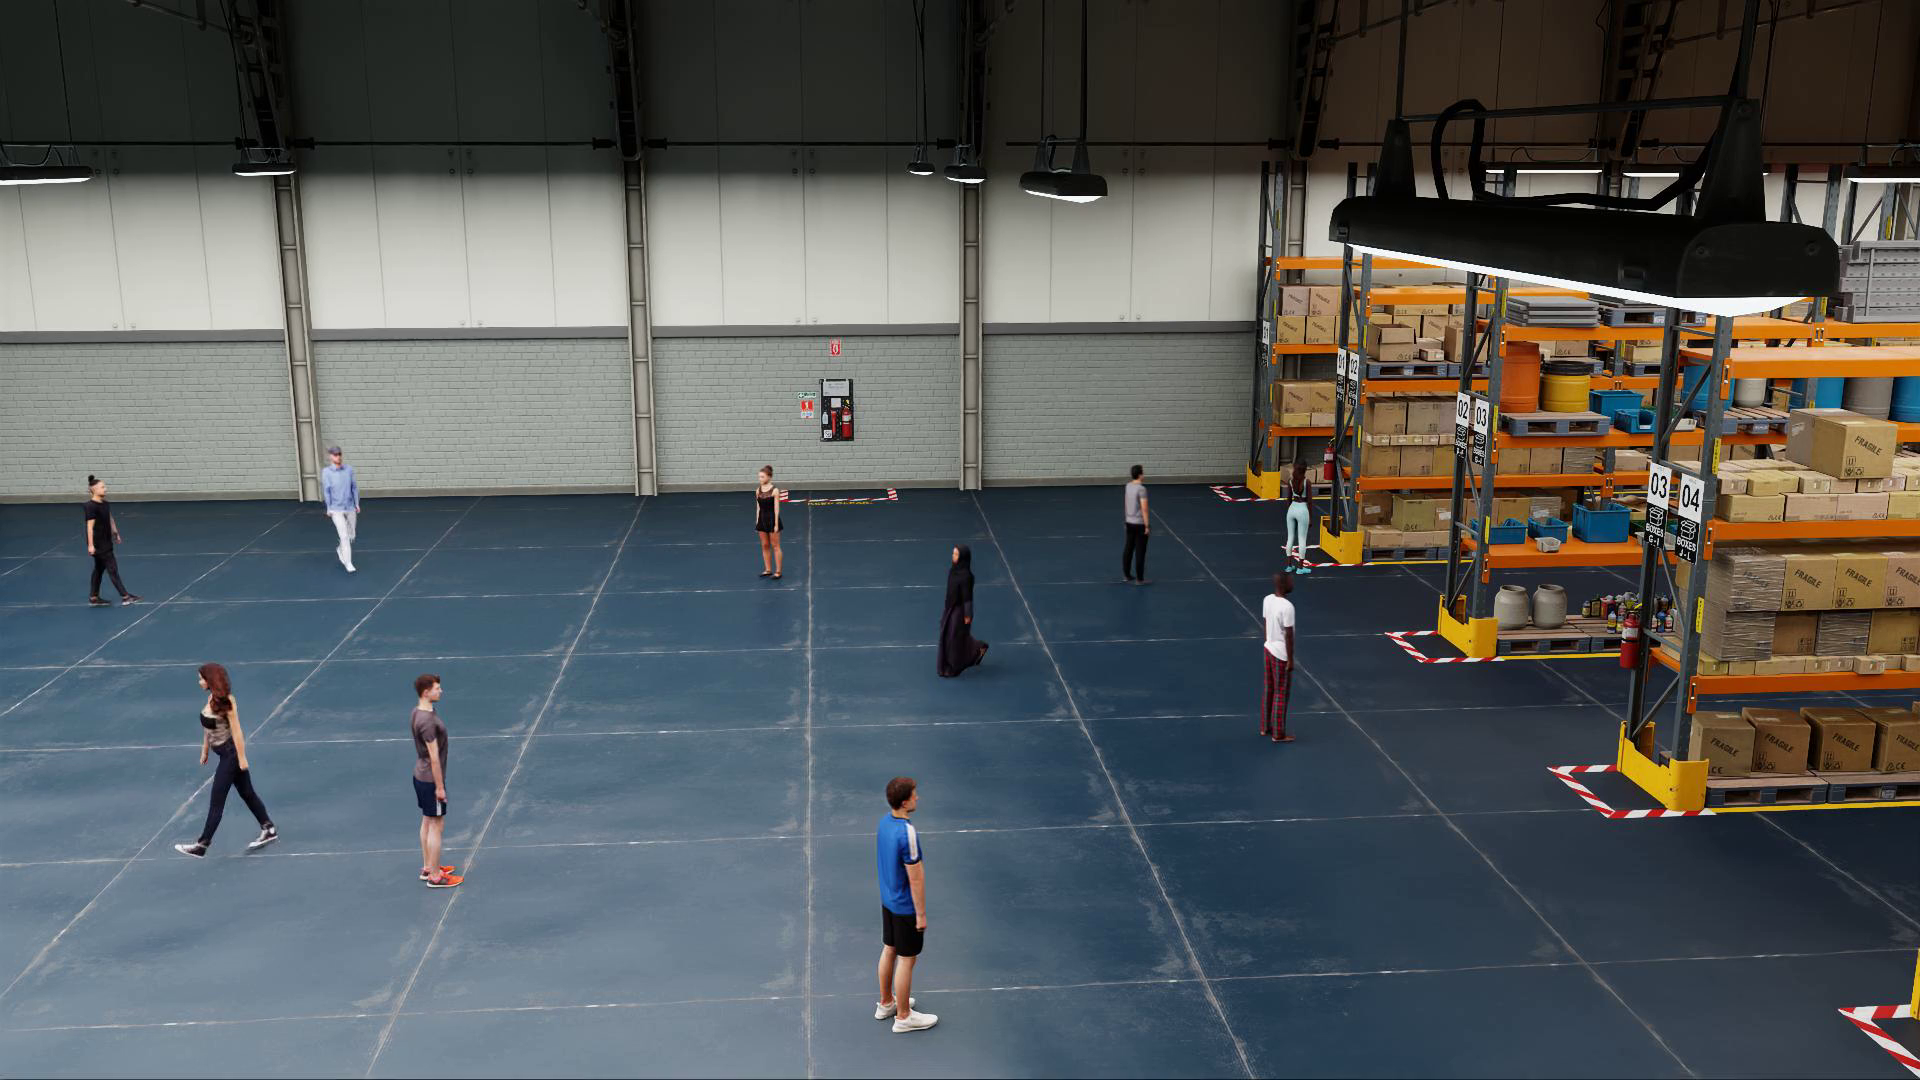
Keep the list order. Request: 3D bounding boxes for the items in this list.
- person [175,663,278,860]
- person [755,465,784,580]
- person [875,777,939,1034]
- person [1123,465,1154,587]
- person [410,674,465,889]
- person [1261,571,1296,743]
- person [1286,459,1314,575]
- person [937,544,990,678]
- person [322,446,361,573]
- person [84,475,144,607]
[{"bbox_3d":[-6.425,1.938,14.856,1.194,1.729,1.049,-13,18,-43],"label":"person"},{"bbox_3d":[-2.804,-0.268,24.488,0.672,1.680,0.751,8,15,31],"label":"person"},{"bbox_3d":[-0.425,2.564,11.848,0.739,1.865,0.749,-8,15,-31],"label":"person"},{"bbox_3d":[2.568,-0.236,24.188,0.692,1.754,0.694,-9,16,-33],"label":"person"},{"bbox_3d":[-4.511,2.033,14.160,0.695,1.858,0.725,-7,15,-28],"label":"person"},{"bbox_3d":[3.389,1.220,17.719,0.632,1.835,0.708,-5,14,-20],"label":"person"},{"bbox_3d":[5.049,-0.364,24.810,0.651,1.724,0.711,11,17,39],"label":"person"},{"bbox_3d":[0.047,0.833,19.911,1.009,1.600,0.781,-6,14,-24],"label":"person"},{"bbox_3d":[-9.318,-0.492,25.043,1.108,1.868,1.110,-12,18,-42],"label":"person"},{"bbox_3d":[-11.908,0.024,22.875,0.980,1.840,0.725,-2,13,-7],"label":"person"}]
